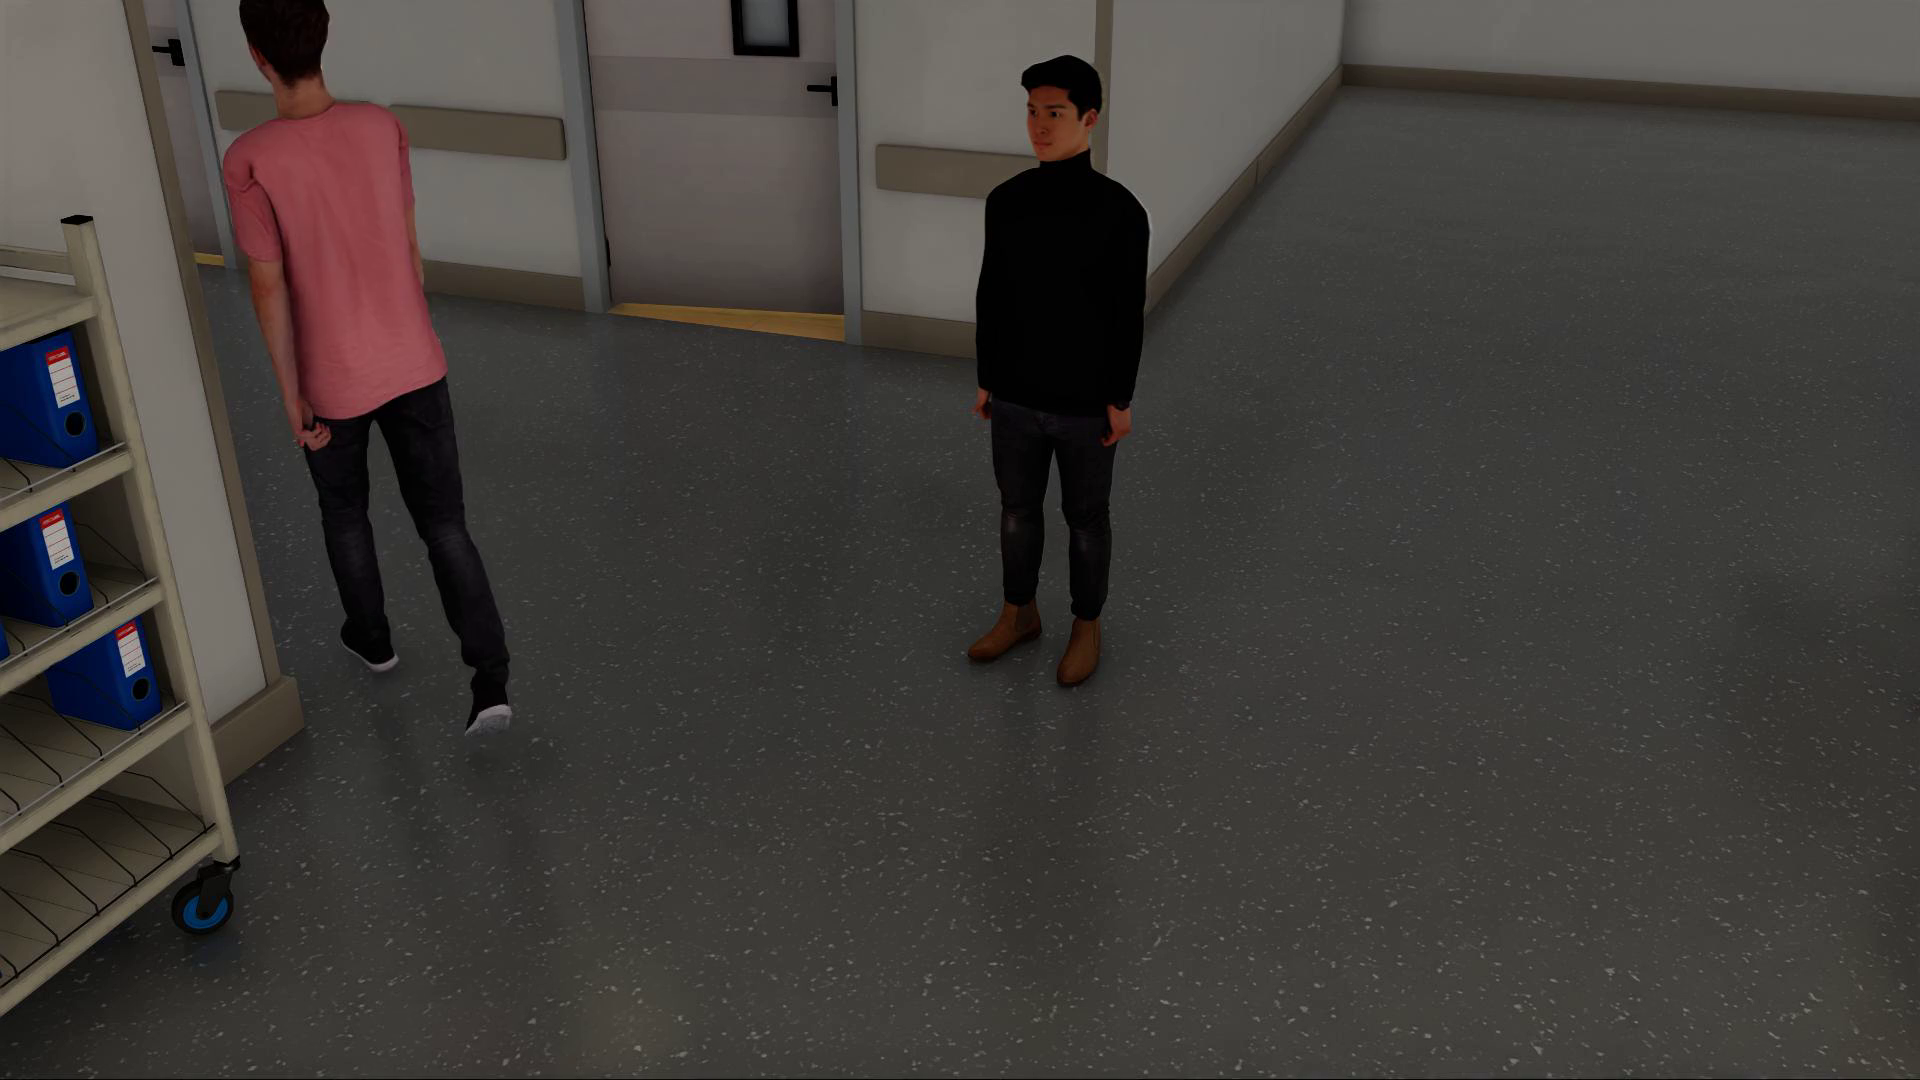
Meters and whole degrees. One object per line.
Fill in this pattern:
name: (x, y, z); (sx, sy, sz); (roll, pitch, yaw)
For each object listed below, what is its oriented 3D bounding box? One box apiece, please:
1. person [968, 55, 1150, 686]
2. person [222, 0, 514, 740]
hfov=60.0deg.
person: (0.264, -0.446, 4.567); (0.677, 1.723, 0.590); (14, 29, 26)
person: (-1.452, -0.377, 4.197); (1.253, 1.920, 1.175); (-17, 31, -31)
